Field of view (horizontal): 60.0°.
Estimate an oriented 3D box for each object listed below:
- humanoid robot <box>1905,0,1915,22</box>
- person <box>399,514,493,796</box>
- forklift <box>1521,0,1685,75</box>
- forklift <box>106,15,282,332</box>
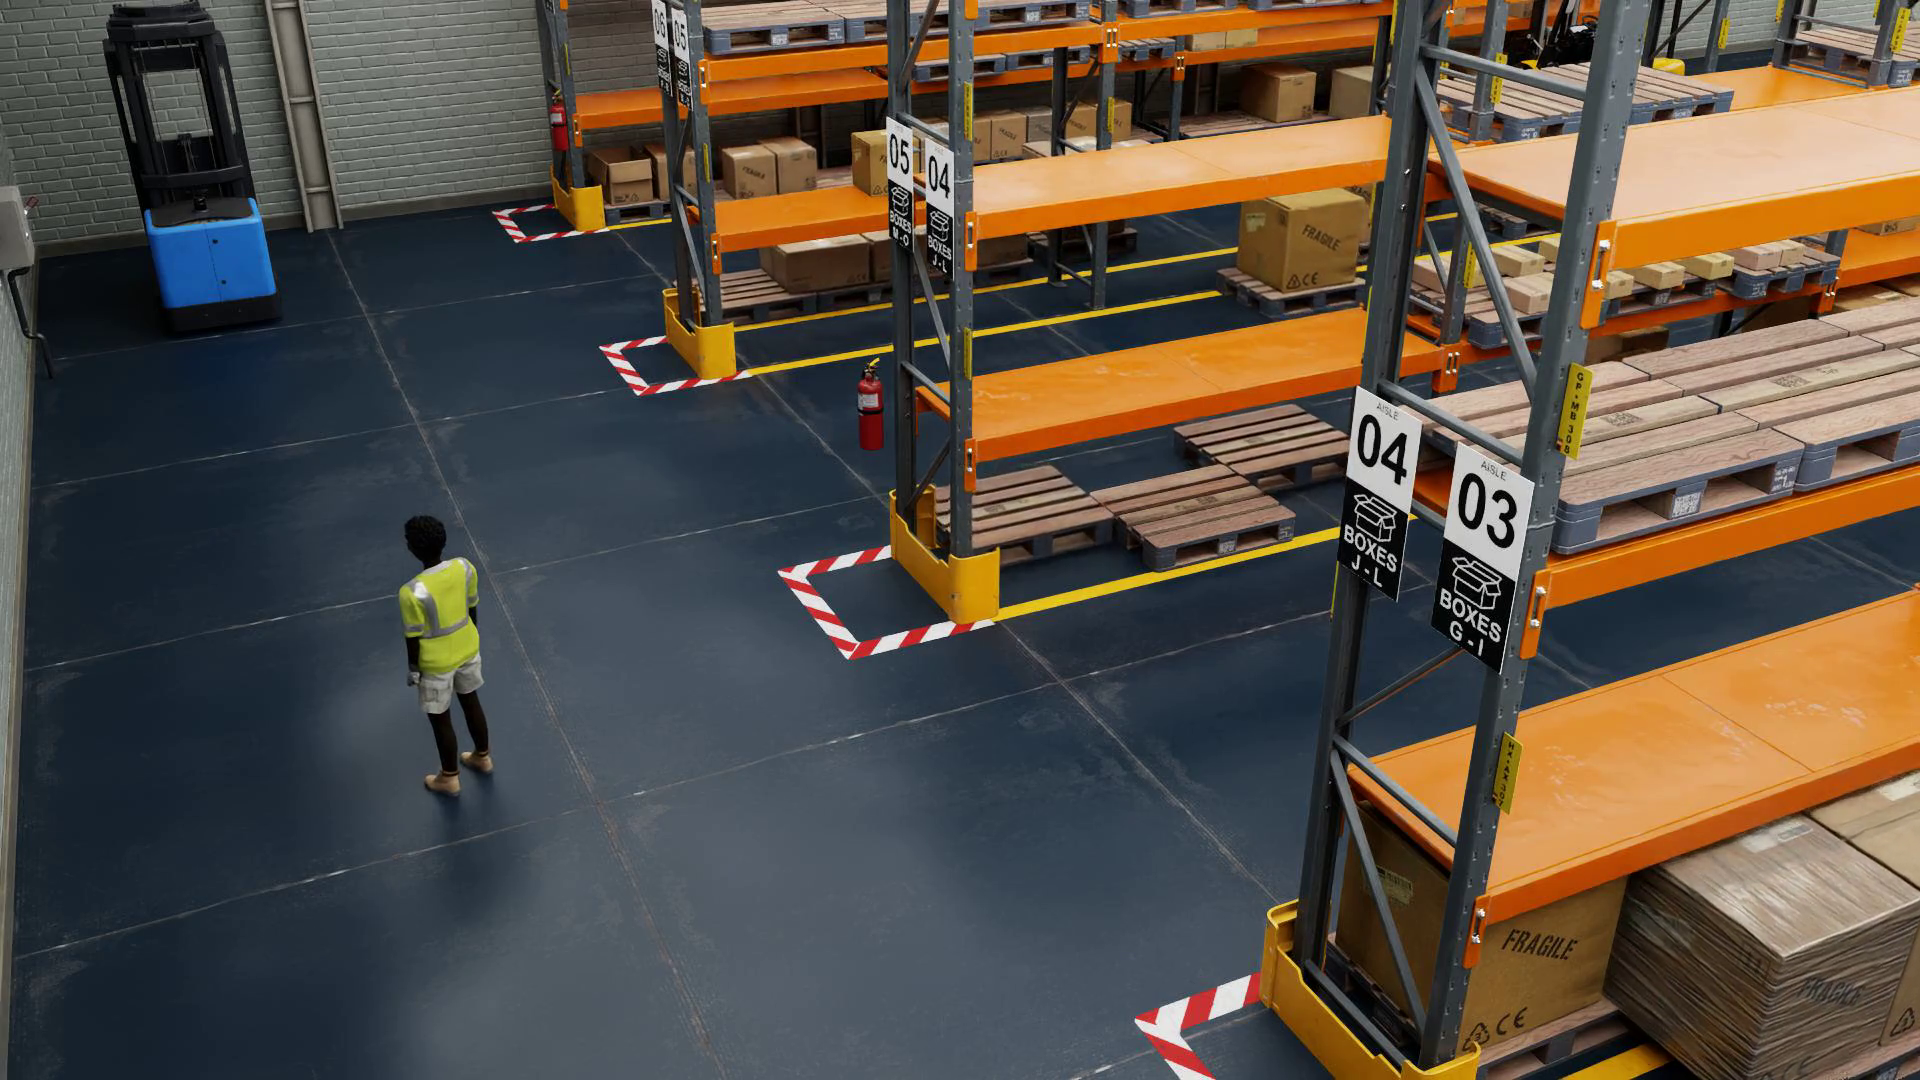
[{"bbox_3d":[15.023,-8.374,26.585,0.765,1.822,0.548,-18,32,-30],"label":"humanoid robot"},{"bbox_3d":[-2.882,0.640,9.337,0.324,1.685,0.539,14,31,25],"label":"person"},{"bbox_3d":[8.950,-6.807,23.056,1.214,2.155,2.313,-12,30,-22],"label":"forklift"},{"bbox_3d":[-7.548,-3.672,16.323,1.129,2.768,1.873,-12,30,-22],"label":"forklift"}]
